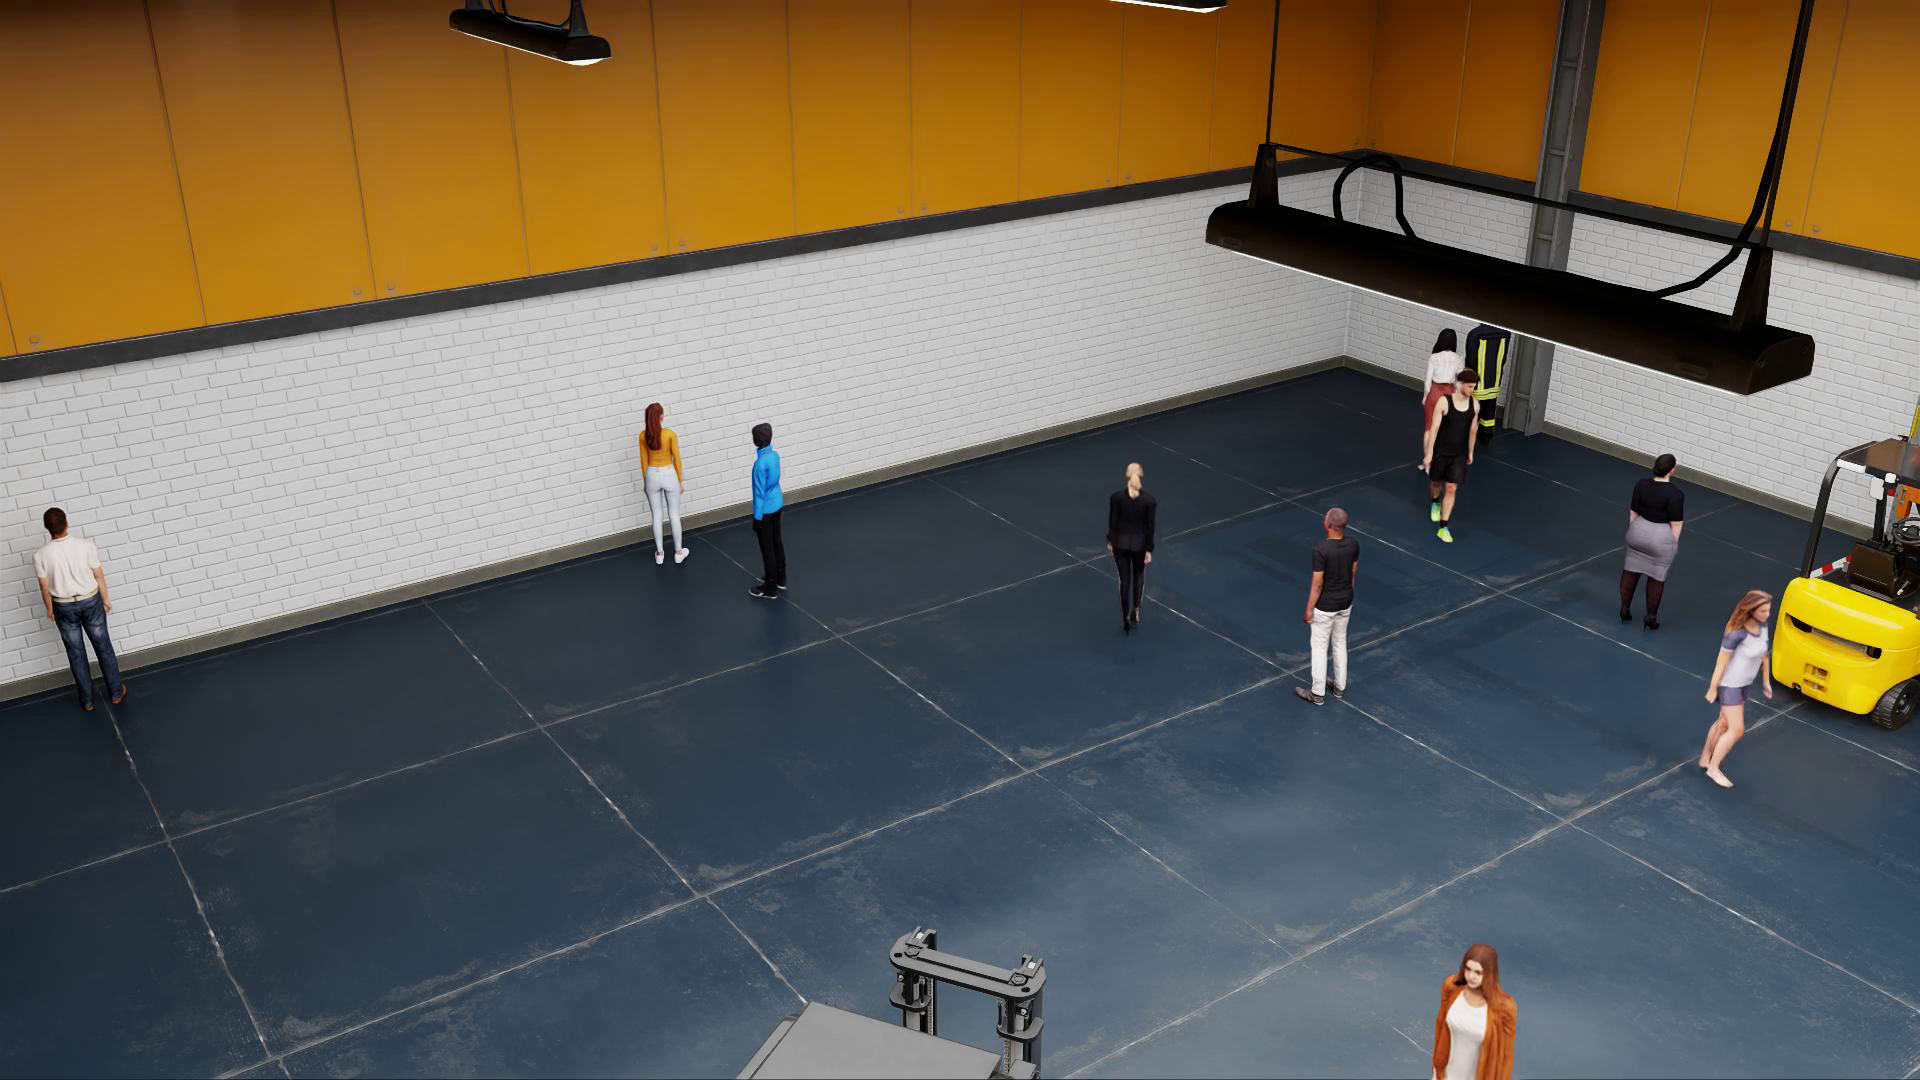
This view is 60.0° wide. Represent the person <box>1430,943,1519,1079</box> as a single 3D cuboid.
[{"bbox_3d":[2.860,2.920,9.228,1.096,1.689,0.917,16,28,32],"label":"person"}]

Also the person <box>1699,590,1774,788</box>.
[{"bbox_3d":[6.116,1.125,13.308,0.625,1.710,0.603,-16,28,-33],"label":"person"}]

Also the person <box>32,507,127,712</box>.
[{"bbox_3d":[-7.619,0.586,14.359,0.684,1.856,0.595,-12,26,-26],"label":"person"}]

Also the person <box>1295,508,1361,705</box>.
[{"bbox_3d":[3.223,0.568,14.465,0.683,1.804,0.596,-13,27,-27],"label":"person"}]

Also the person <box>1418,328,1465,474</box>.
[{"bbox_3d":[5.654,-1.644,19.593,0.678,1.750,0.692,-1,24,-2],"label":"person"}]

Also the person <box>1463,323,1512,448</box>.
[{"bbox_3d":[6.438,-2.056,20.445,0.838,1.822,0.809,-6,24,-13],"label":"person"}]

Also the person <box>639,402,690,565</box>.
[{"bbox_3d":[-3.081,-0.591,17.184,0.683,1.750,0.725,0,24,1],"label":"person"}]

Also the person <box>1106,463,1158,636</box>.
[{"bbox_3d":[1.596,0.118,15.634,0.723,1.693,0.771,2,24,4],"label":"person"}]

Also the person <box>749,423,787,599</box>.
[{"bbox_3d":[-1.889,-0.304,16.468,0.737,1.797,0.691,6,24,14],"label":"person"}]

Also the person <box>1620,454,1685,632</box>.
[{"bbox_3d":[6.568,0.009,15.799,0.735,1.760,0.571,-18,30,-36],"label":"person"}]

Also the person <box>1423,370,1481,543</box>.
[{"bbox_3d":[5.259,-0.970,17.935,1.141,1.844,1.281,1,24,3],"label":"person"}]
